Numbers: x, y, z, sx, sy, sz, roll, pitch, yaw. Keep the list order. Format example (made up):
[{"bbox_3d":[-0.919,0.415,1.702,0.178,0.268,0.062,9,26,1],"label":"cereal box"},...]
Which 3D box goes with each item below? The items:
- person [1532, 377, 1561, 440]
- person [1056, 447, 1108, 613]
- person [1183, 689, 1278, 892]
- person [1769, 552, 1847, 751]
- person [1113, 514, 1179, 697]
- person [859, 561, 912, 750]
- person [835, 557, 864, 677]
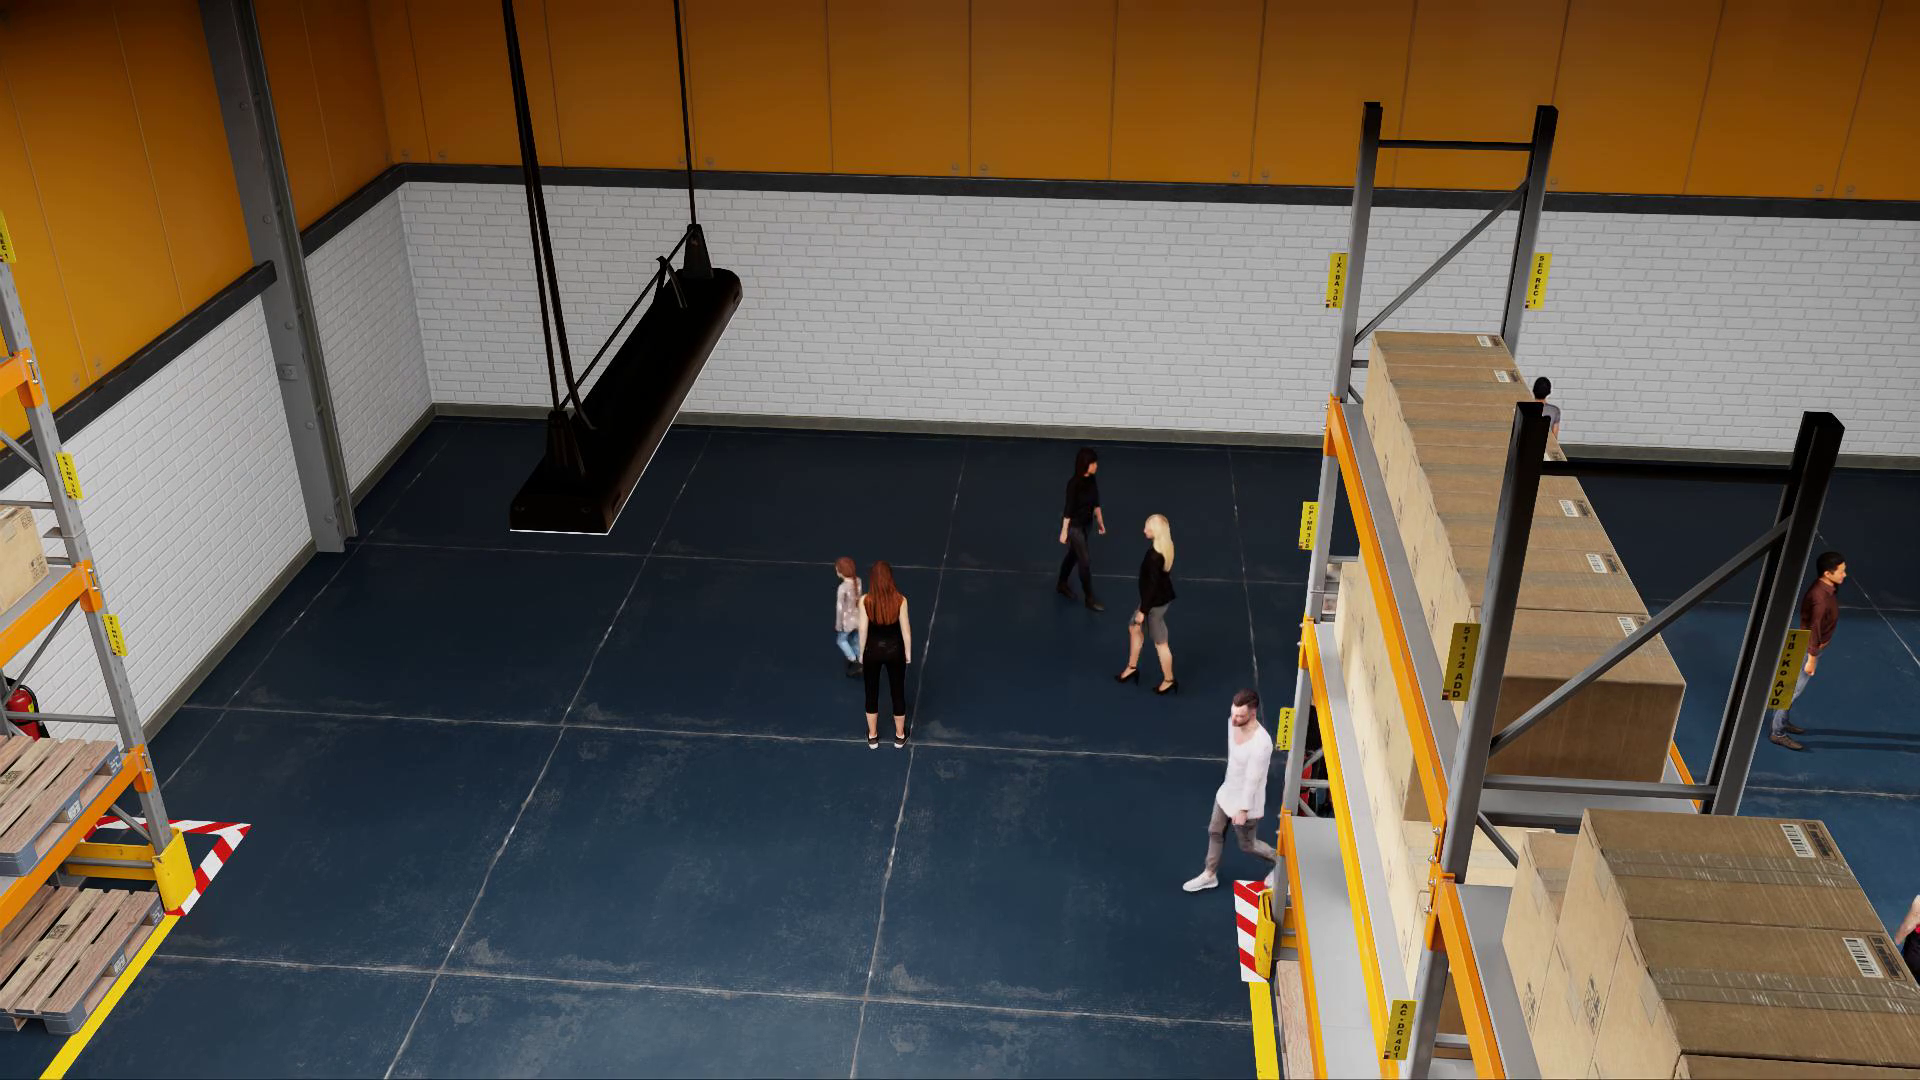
[{"bbox_3d":[5.772,-0.832,16.842,0.630,1.754,0.533,1,29,1],"label":"person"},{"bbox_3d":[1.054,-0.152,15.732,0.939,1.623,0.932,20,35,33],"label":"person"},{"bbox_3d":[2.091,1.821,11.927,1.019,1.804,1.090,-8,30,-15],"label":"person"},{"bbox_3d":[6.965,0.881,13.673,0.772,1.782,0.611,14,32,25],"label":"person"},{"bbox_3d":[1.762,0.597,14.159,0.784,1.815,0.809,8,30,15],"label":"person"},{"bbox_3d":[-0.629,0.934,13.634,0.589,1.726,0.518,0,29,1],"label":"person"},{"bbox_3d":[-0.931,0.700,14.626,0.662,1.186,0.585,22,35,34],"label":"person"}]
